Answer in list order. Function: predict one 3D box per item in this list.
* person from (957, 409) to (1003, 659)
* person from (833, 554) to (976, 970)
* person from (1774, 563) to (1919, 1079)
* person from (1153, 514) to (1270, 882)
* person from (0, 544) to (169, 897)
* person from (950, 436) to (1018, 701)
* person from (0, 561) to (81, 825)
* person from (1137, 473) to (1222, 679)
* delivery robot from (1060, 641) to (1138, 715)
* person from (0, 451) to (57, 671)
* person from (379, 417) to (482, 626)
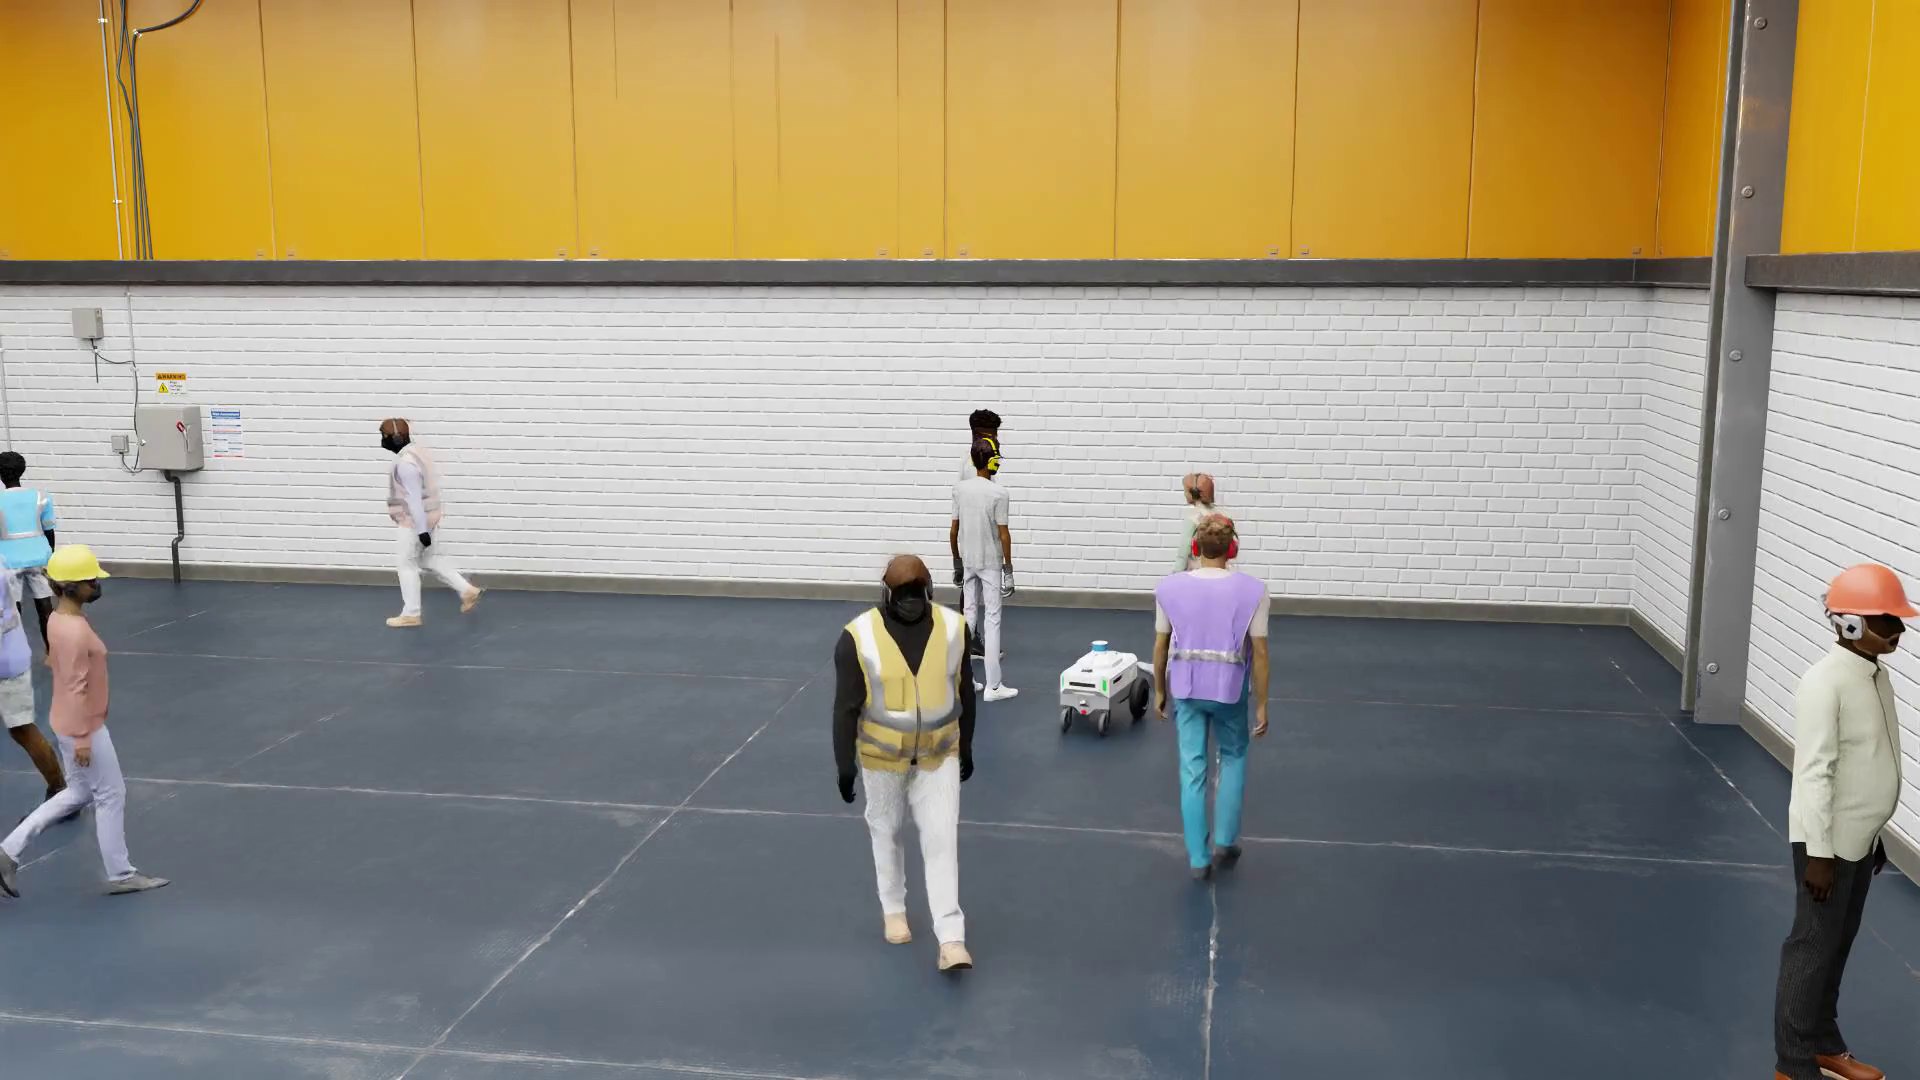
[{"bbox_3d":[0.148,-0.051,13.062,0.377,1.958,0.600,-1,9,-5],"label":"person"},{"bbox_3d":[-0.217,0.971,7.234,0.662,1.800,0.910,-2,9,-11],"label":"person"},{"bbox_3d":[3.206,1.069,6.039,0.376,1.997,0.612,9,13,44],"label":"person"},{"bbox_3d":[1.270,0.770,8.402,0.588,1.820,0.688,2,10,14],"label":"person"},{"bbox_3d":[-4.277,0.887,7.946,0.713,1.746,0.528,-6,11,-31],"label":"person"},{"bbox_3d":[0.168,0.206,11.782,0.532,1.859,0.310,7,11,36],"label":"person"},{"bbox_3d":[-5.172,0.672,8.813,0.562,1.881,0.886,7,12,38],"label":"person"},{"bbox_3d":[1.680,0.313,11.954,0.900,1.579,0.535,5,10,27],"label":"person"},{"bbox_3d":[0.933,0.918,11.113,0.477,0.478,0.707,4,10,23],"label":"delivery robot"},{"bbox_3d":[-7.039,0.179,12.466,0.319,1.693,0.532,9,13,42],"label":"person"},{"bbox_3d":[-4.541,-0.157,14.208,0.713,1.807,0.635,-1,9,-8],"label":"person"}]
